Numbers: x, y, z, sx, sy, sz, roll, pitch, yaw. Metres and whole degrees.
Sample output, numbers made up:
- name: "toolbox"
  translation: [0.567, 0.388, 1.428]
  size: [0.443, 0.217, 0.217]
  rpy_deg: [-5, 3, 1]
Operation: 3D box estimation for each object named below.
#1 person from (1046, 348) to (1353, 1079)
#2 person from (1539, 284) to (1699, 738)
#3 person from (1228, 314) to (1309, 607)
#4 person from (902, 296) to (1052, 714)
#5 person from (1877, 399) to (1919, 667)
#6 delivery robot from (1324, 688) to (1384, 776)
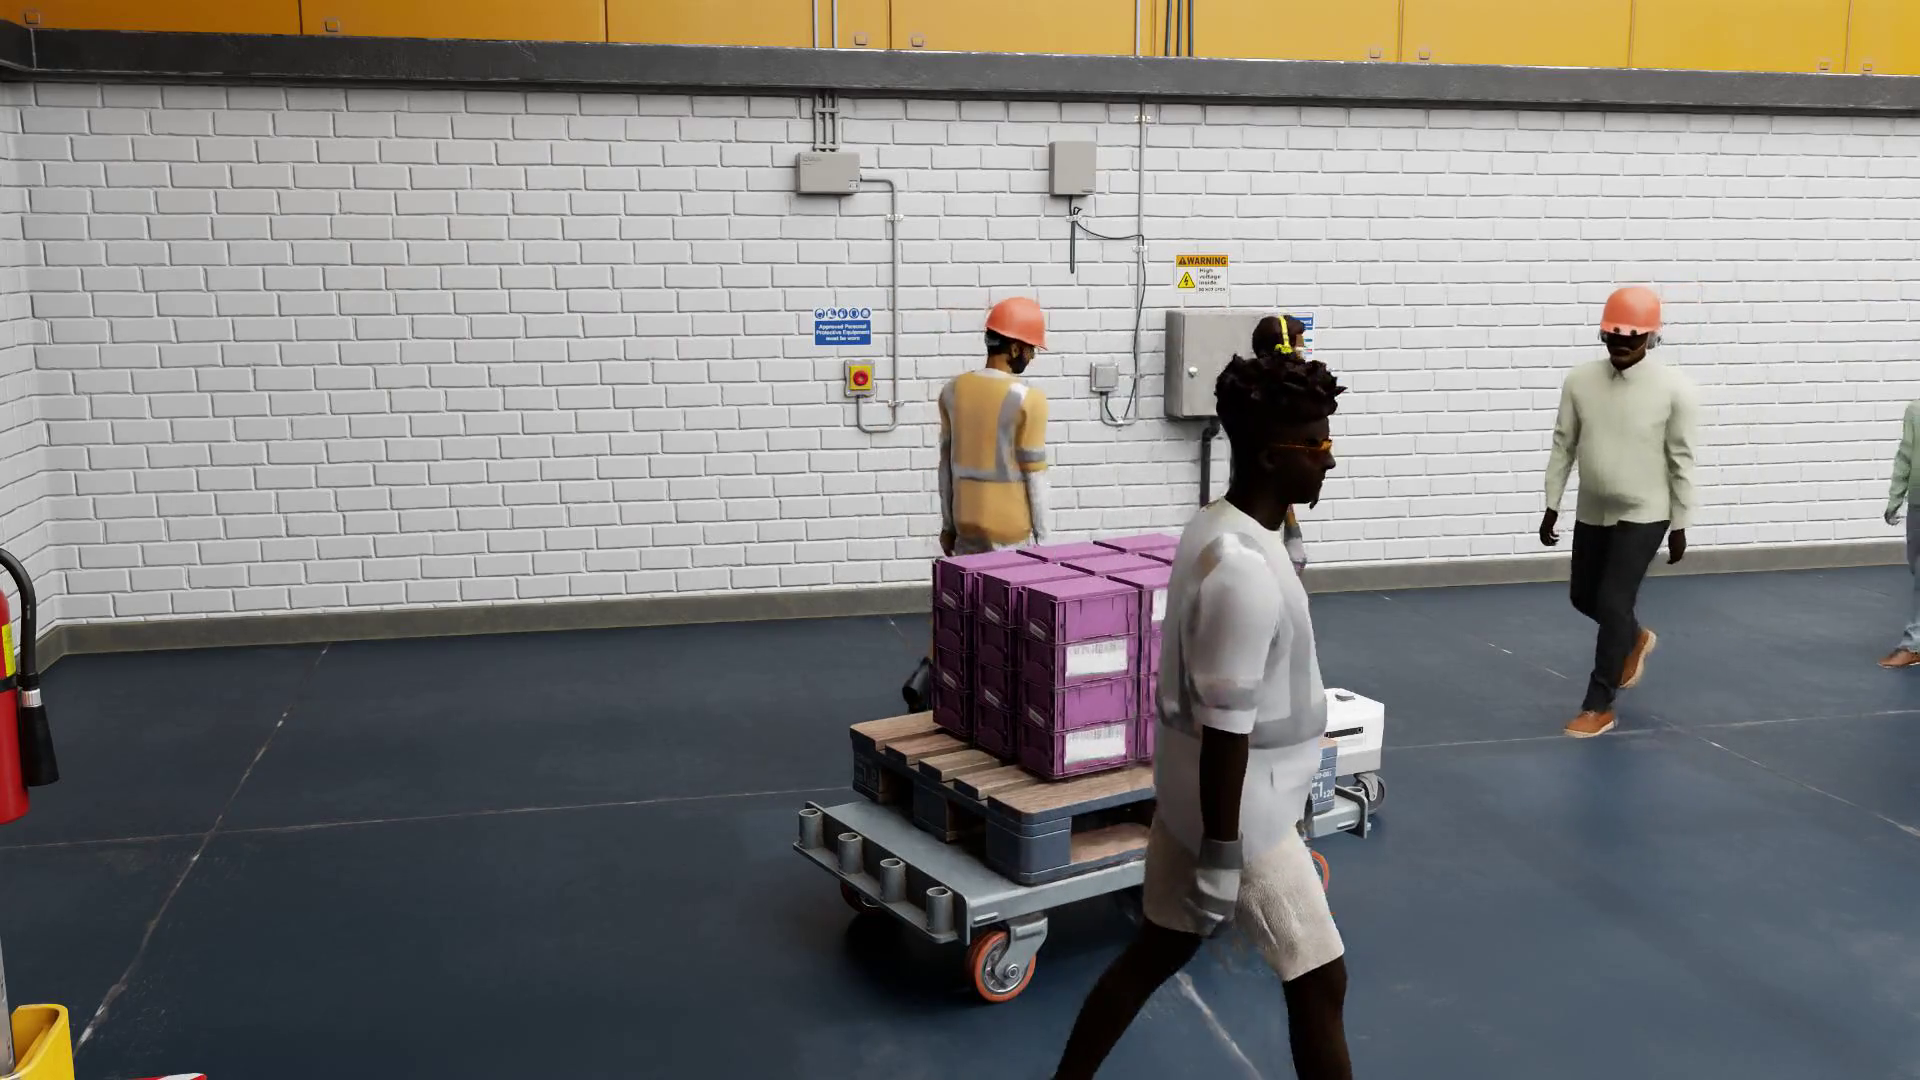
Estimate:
- name: "person"
  translation: [0.576, 0.545, 3.576]
  size: [0.998, 1.921, 0.618]
  rpy_deg: [0, 10, 0]
- name: "person"
  translation: [2.938, -0.140, 7.271]
  size: [0.795, 1.960, 0.639]
  rpy_deg: [-8, 13, -38]
- name: "person"
  translation: [1.250, -0.064, 7.215]
  size: [0.971, 1.827, 0.518]
  rpy_deg: [0, 10, 1]
- name: "person"
  translation: [0.108, -0.066, 7.001]
  size: [0.566, 1.897, 0.568]
  rpy_deg: [9, 13, 40]
- name: "person"
  translation: [4.975, -0.173, 8.379]
  size: [0.742, 1.610, 0.504]
  rpy_deg: [-3, 11, -18]
- name: "delivery robot"
  translation: [1.212, 0.712, 6.141]
  size: [0.707, 0.478, 0.477]
  rpy_deg: [-5, 11, -26]
